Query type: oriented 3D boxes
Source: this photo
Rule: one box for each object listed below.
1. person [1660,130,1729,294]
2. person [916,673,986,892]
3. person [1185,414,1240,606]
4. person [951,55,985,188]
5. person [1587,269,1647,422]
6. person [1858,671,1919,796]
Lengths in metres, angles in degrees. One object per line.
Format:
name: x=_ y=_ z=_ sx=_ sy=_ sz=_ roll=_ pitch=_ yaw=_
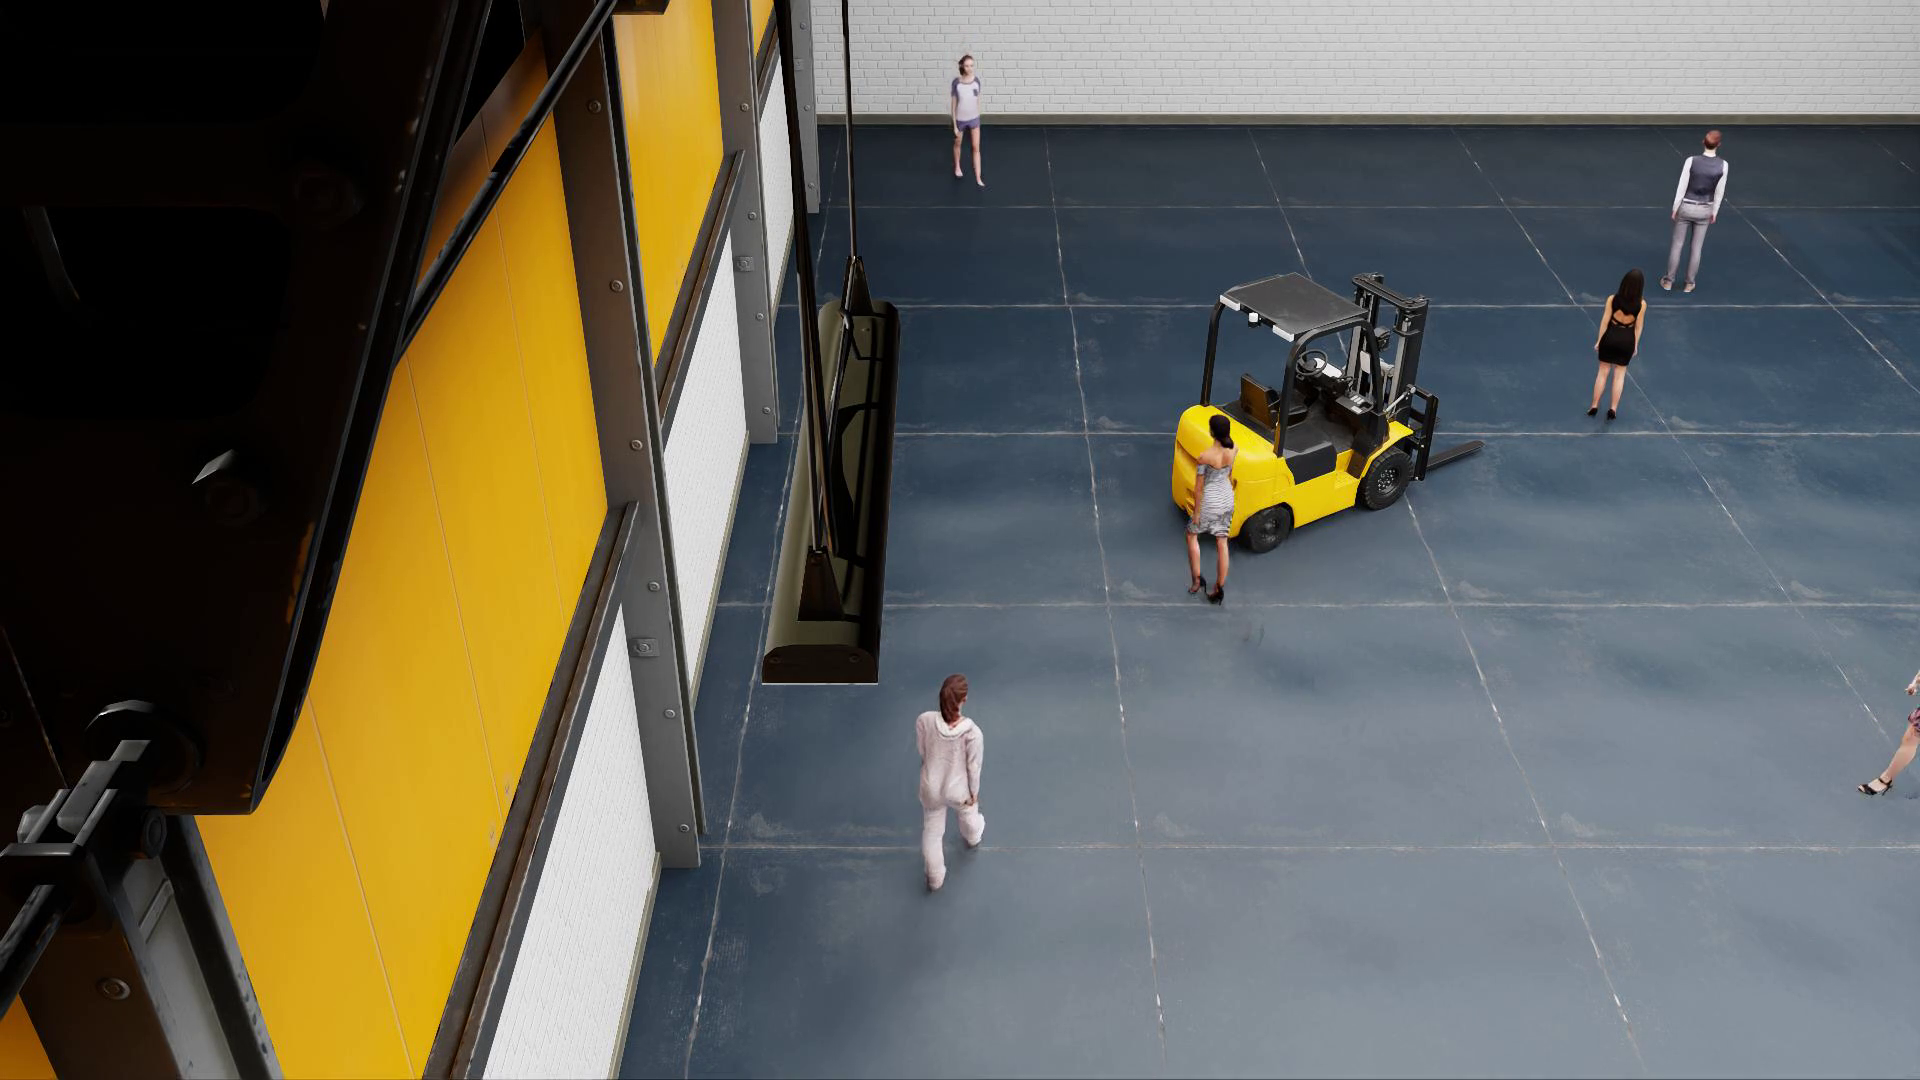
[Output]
person: x=8.592 y=-3.853 z=19.443 sx=0.731 sy=1.938 sz=0.691 roll=11 pitch=35 yaw=17
person: x=-0.113 y=1.712 z=11.331 sx=0.818 sy=1.649 sz=1.051 roll=9 pitch=35 yaw=13
person: x=2.218 y=-0.214 z=14.084 sx=0.740 sy=1.810 sz=0.776 roll=-16 pitch=37 yaw=-22
person: x=0.052 y=-5.659 z=22.354 sx=0.716 sy=1.722 sz=1.157 roll=-6 pitch=34 yaw=-9
person: x=6.673 y=-1.978 z=16.883 sx=0.621 sy=1.649 sz=0.615 roll=14 pitch=36 yaw=20
person: x=7.232 y=1.178 z=12.051 sx=0.718 sy=1.742 sz=0.845 roll=0 pitch=34 yaw=1
